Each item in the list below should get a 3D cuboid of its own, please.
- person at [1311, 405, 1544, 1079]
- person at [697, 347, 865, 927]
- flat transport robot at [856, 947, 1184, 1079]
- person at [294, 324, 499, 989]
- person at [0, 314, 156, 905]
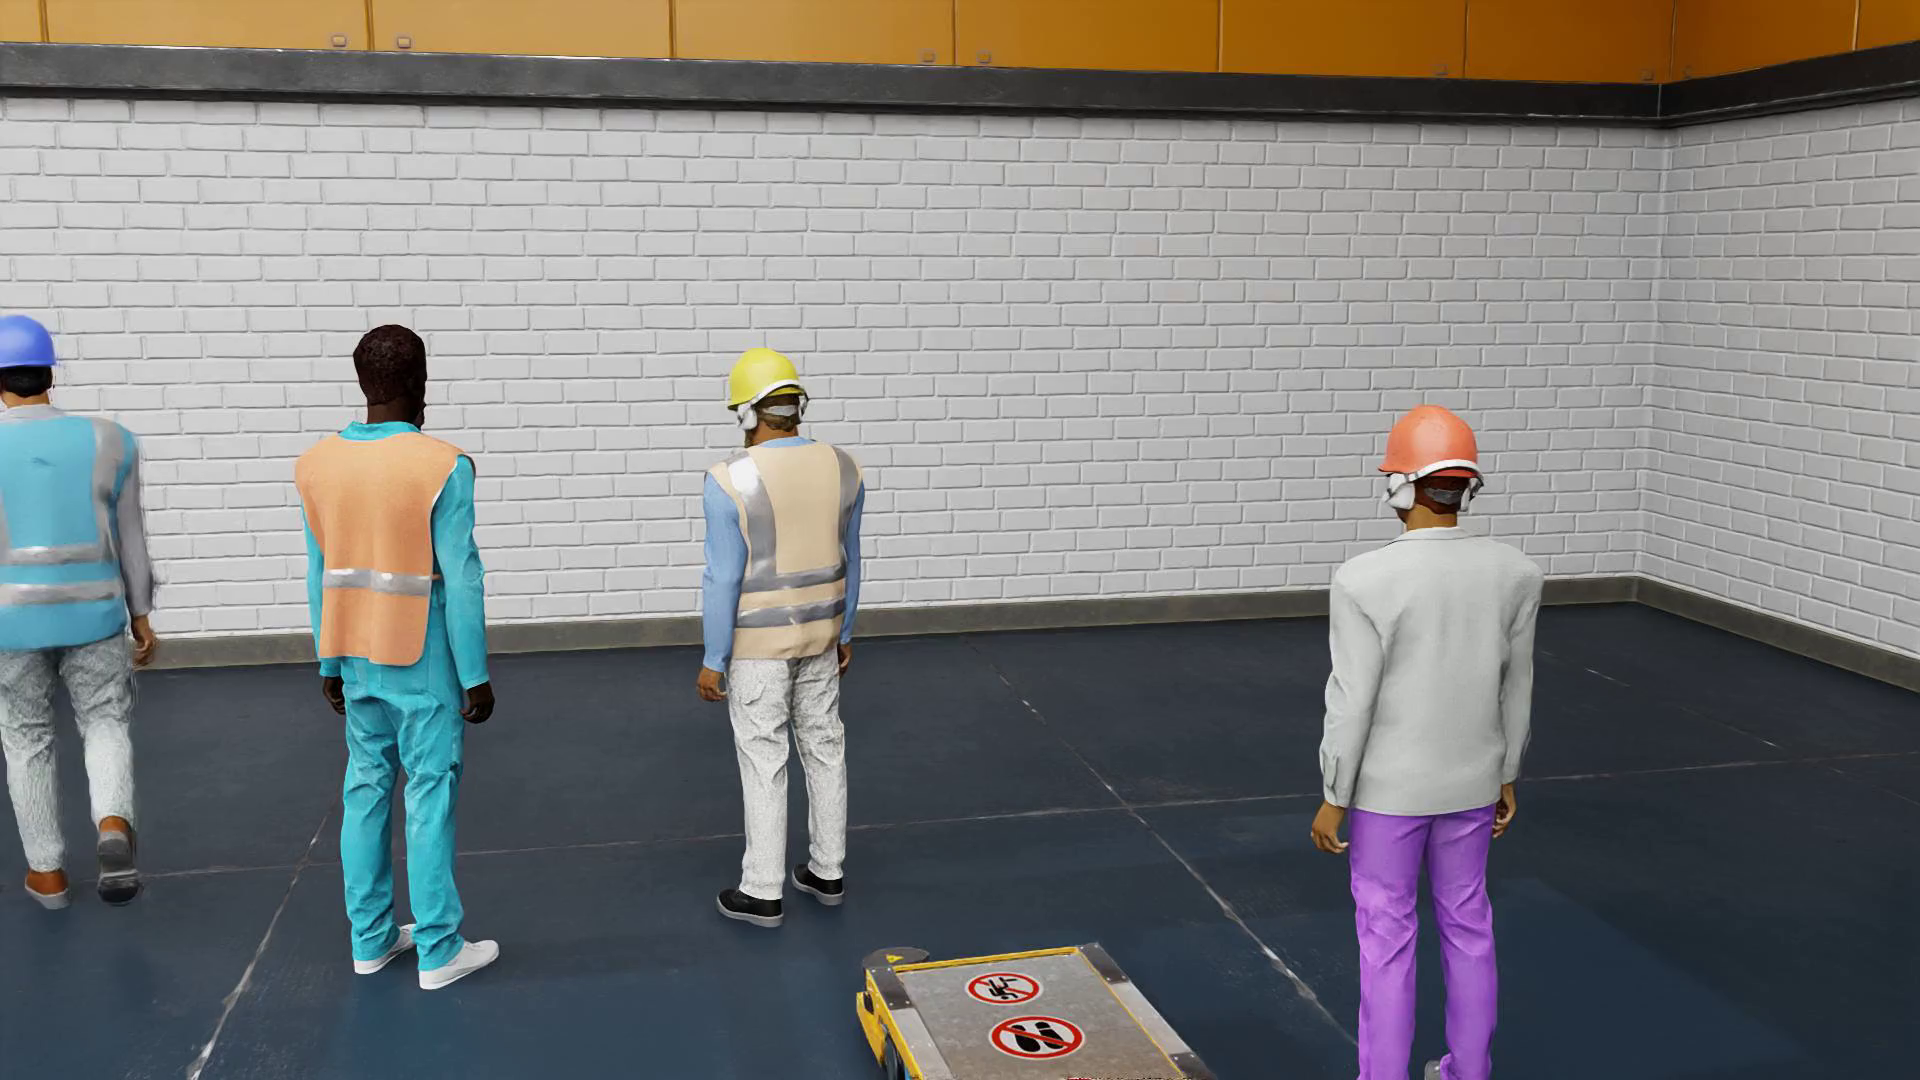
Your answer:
[{"bbox_3d":[1.089,0.554,3.970,0.574,1.749,0.337,-3,10,-20],"label":"person"},{"bbox_3d":[-0.579,0.307,5.269,0.589,1.822,0.403,-8,12,-41],"label":"person"},{"bbox_3d":[0.215,1.300,3.936,0.652,0.197,1.431,-3,10,-15],"label":"flat transport robot"},{"bbox_3d":[-1.623,0.343,4.795,0.587,1.911,0.397,4,10,21],"label":"person"},{"bbox_3d":[-2.862,0.255,5.258,0.614,1.925,0.641,-6,11,-34],"label":"person"}]
